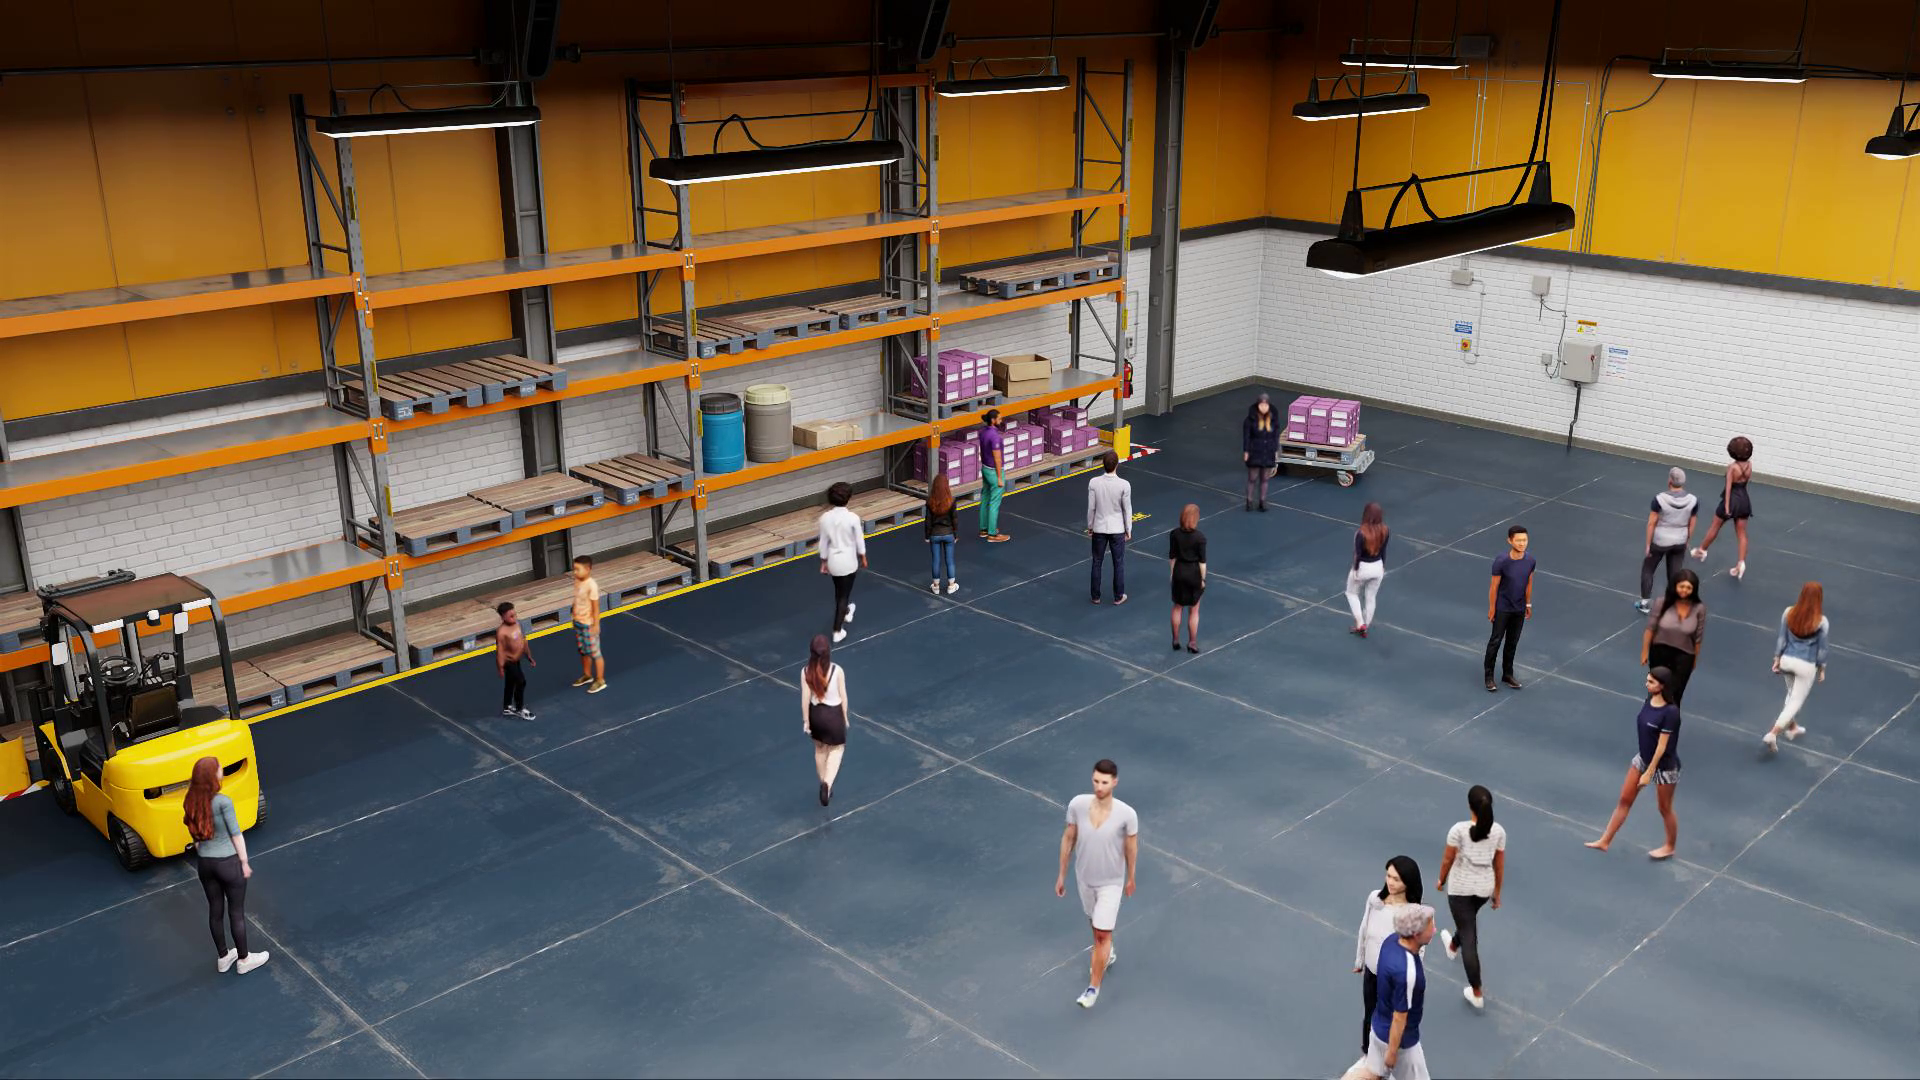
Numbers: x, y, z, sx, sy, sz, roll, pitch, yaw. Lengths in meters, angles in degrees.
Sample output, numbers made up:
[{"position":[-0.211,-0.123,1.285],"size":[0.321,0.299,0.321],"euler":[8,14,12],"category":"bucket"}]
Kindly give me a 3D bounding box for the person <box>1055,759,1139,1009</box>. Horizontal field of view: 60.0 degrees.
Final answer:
[{"position":[1.059,2.414,12.184],"size":[0.905,1.812,1.221],"euler":[10,21,27],"category":"person"}]

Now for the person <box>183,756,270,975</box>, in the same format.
[{"position":[-5.474,2.406,12.317],"size":[0.663,1.743,0.685],"euler":[5,19,15],"category":"person"}]

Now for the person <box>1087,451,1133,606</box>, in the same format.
[{"position":[1.757,-0.145,19.724],"size":[0.762,1.850,0.757],"euler":[4,19,13],"category":"person"}]

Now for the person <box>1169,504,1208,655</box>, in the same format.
[{"position":[2.494,0.424,18.261],"size":[0.625,1.705,0.566],"euler":[11,22,31],"category":"person"}]

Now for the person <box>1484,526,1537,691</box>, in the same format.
[{"position":[5.725,0.689,17.337],"size":[0.653,1.793,0.778],"euler":[-4,19,-13],"category":"person"}]

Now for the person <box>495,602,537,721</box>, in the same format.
[{"position":[-4.561,1.202,16.681],"size":[0.737,1.240,0.680],"euler":[3,19,9],"category":"person"}]

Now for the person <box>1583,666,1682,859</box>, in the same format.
[{"position":[5.899,1.891,13.872],"size":[1.112,1.727,0.933],"euler":[-4,19,-13],"category":"person"}]

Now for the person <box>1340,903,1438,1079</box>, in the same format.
[{"position":[2.619,3.042,10.318],"size":[1.144,1.814,1.072],"euler":[0,19,-1],"category":"person"}]

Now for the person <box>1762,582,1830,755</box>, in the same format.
[{"position":[7.961,1.244,15.880],"size":[1.143,1.670,0.771],"euler":[-12,22,-31],"category":"person"}]

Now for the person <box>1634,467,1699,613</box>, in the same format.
[{"position":[8.159,0.097,19.072],"size":[0.913,1.807,0.976],"euler":[3,19,9],"category":"person"}]

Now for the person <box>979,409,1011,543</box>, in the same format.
[{"position":[0.412,-0.866,21.997],"size":[0.665,1.767,0.697],"euler":[-9,20,-24],"category":"person"}]

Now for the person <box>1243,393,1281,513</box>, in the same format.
[{"position":[4.199,-1.232,23.224],"size":[0.788,1.677,0.859],"euler":[-2,19,-5],"category":"person"}]

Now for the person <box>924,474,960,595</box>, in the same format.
[{"position":[-0.219,-0.074,20.087],"size":[0.636,1.484,0.696],"euler":[0,19,-1],"category":"person"}]

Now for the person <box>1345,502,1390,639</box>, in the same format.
[{"position":[4.591,0.363,18.608],"size":[0.679,1.600,0.771],"euler":[-5,19,-15],"category":"person"}]

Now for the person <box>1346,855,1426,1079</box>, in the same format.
[{"position":[2.858,2.860,11.035],"size":[0.608,1.701,0.546],"euler":[17,25,41],"category":"person"}]

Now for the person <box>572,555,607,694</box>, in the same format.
[{"position":[-3.892,0.855,17.370],"size":[0.533,1.458,0.500],"euler":[15,24,38],"category":"person"}]

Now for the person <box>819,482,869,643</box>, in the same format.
[{"position":[-1.341,0.279,18.605],"size":[0.965,1.762,1.191],"euler":[6,19,17],"category":"person"}]

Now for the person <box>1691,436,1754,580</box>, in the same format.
[{"position":[9.640,-0.374,20.553],"size":[1.045,1.755,0.941],"euler":[-5,19,-15],"category":"person"}]

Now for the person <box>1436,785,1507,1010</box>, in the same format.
[{"position":[3.711,2.593,11.997],"size":[1.089,1.593,1.073],"euler":[-2,19,-6],"category":"person"}]

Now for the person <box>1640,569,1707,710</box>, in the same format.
[{"position":[6.855,1.128,16.050],"size":[0.952,1.782,1.278],"euler":[9,21,25],"category":"person"}]

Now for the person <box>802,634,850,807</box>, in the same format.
[{"position":[-1.199,1.651,14.734],"size":[0.859,1.631,0.957],"euler":[2,19,5],"category":"person"}]
